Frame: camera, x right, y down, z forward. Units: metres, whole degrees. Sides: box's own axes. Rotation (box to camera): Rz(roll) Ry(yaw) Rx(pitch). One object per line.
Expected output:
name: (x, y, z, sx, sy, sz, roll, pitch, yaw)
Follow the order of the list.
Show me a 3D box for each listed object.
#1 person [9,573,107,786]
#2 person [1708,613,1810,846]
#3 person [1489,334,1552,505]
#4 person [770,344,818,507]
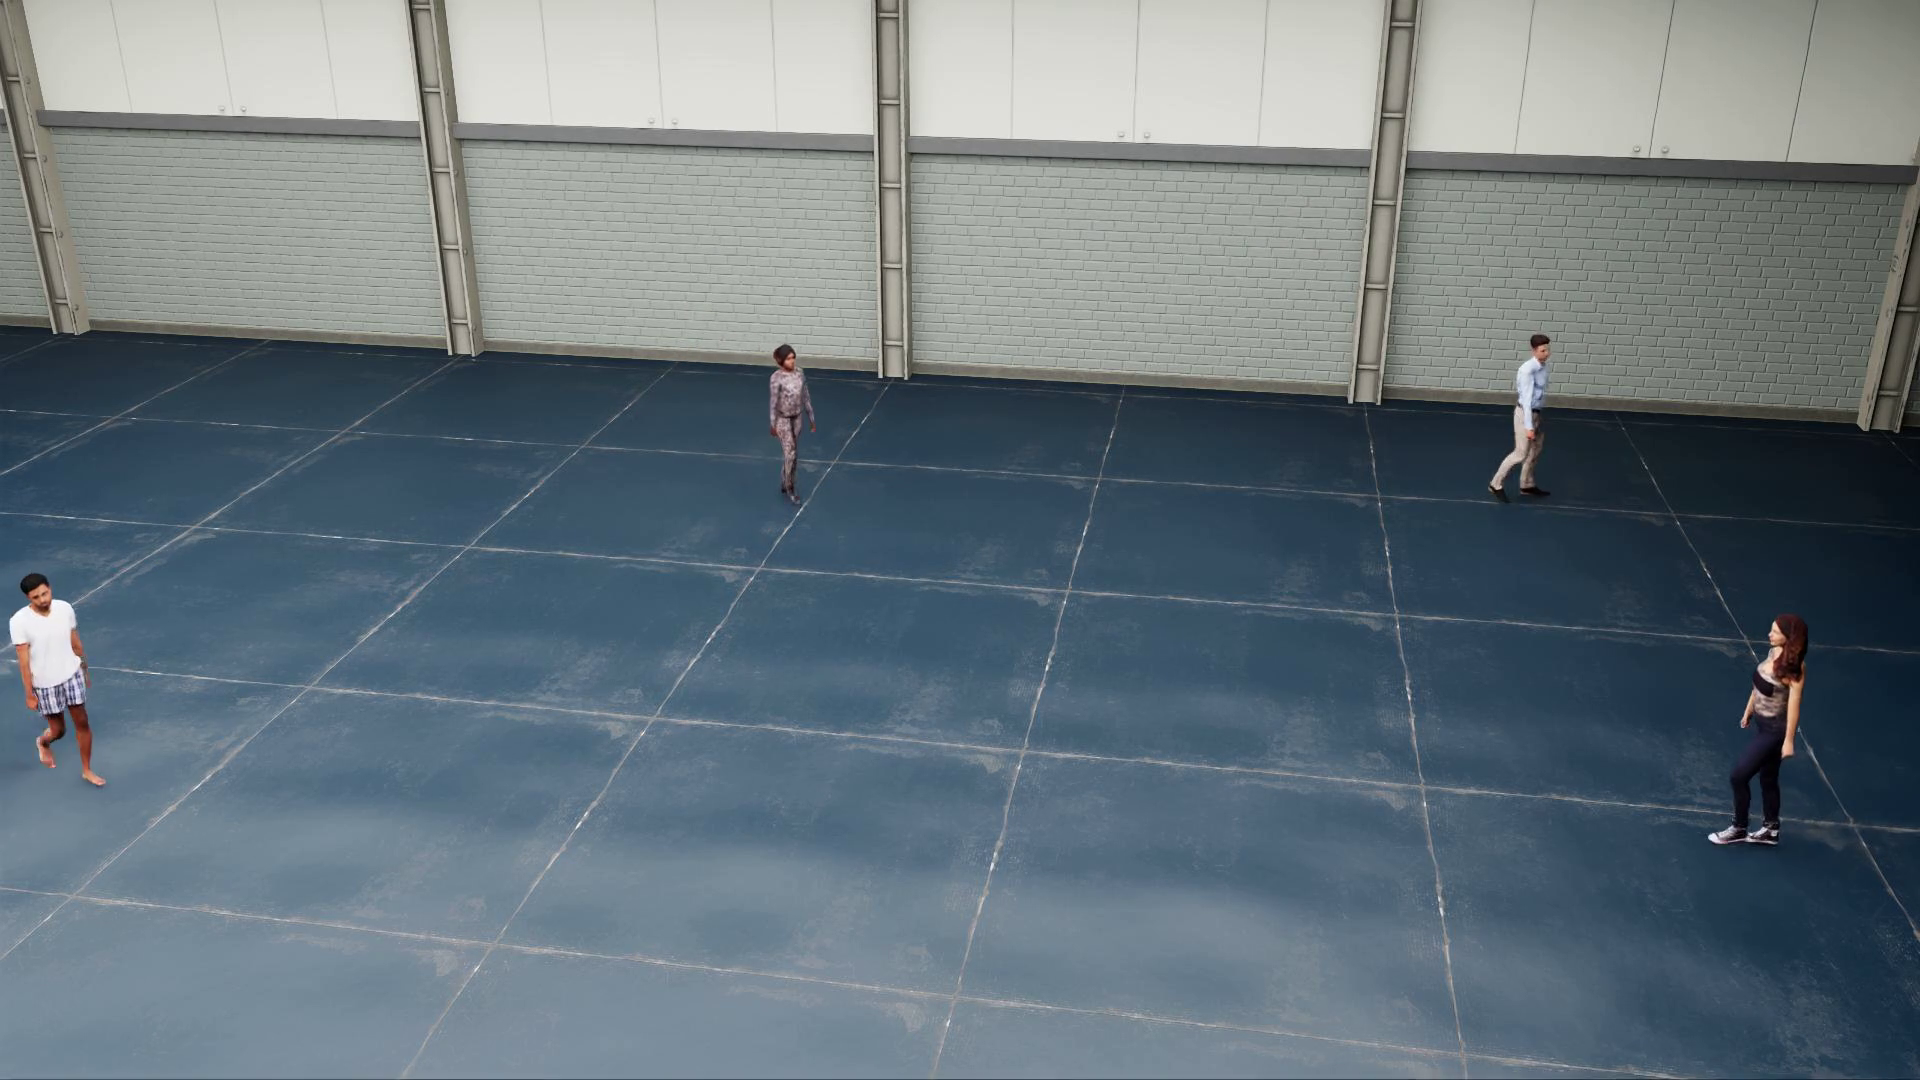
person: (-6.662, 1.005, 12.166, 0.930, 1.705, 0.820, 13, 26, 28)
person: (5.635, 1.320, 11.364, 0.733, 1.753, 0.647, 3, 23, 6)
person: (5.934, -1.268, 17.369, 0.947, 1.816, 0.898, 10, 25, 22)
person: (-1.839, -1.247, 17.473, 0.825, 1.696, 0.905, -20, 30, -39)
